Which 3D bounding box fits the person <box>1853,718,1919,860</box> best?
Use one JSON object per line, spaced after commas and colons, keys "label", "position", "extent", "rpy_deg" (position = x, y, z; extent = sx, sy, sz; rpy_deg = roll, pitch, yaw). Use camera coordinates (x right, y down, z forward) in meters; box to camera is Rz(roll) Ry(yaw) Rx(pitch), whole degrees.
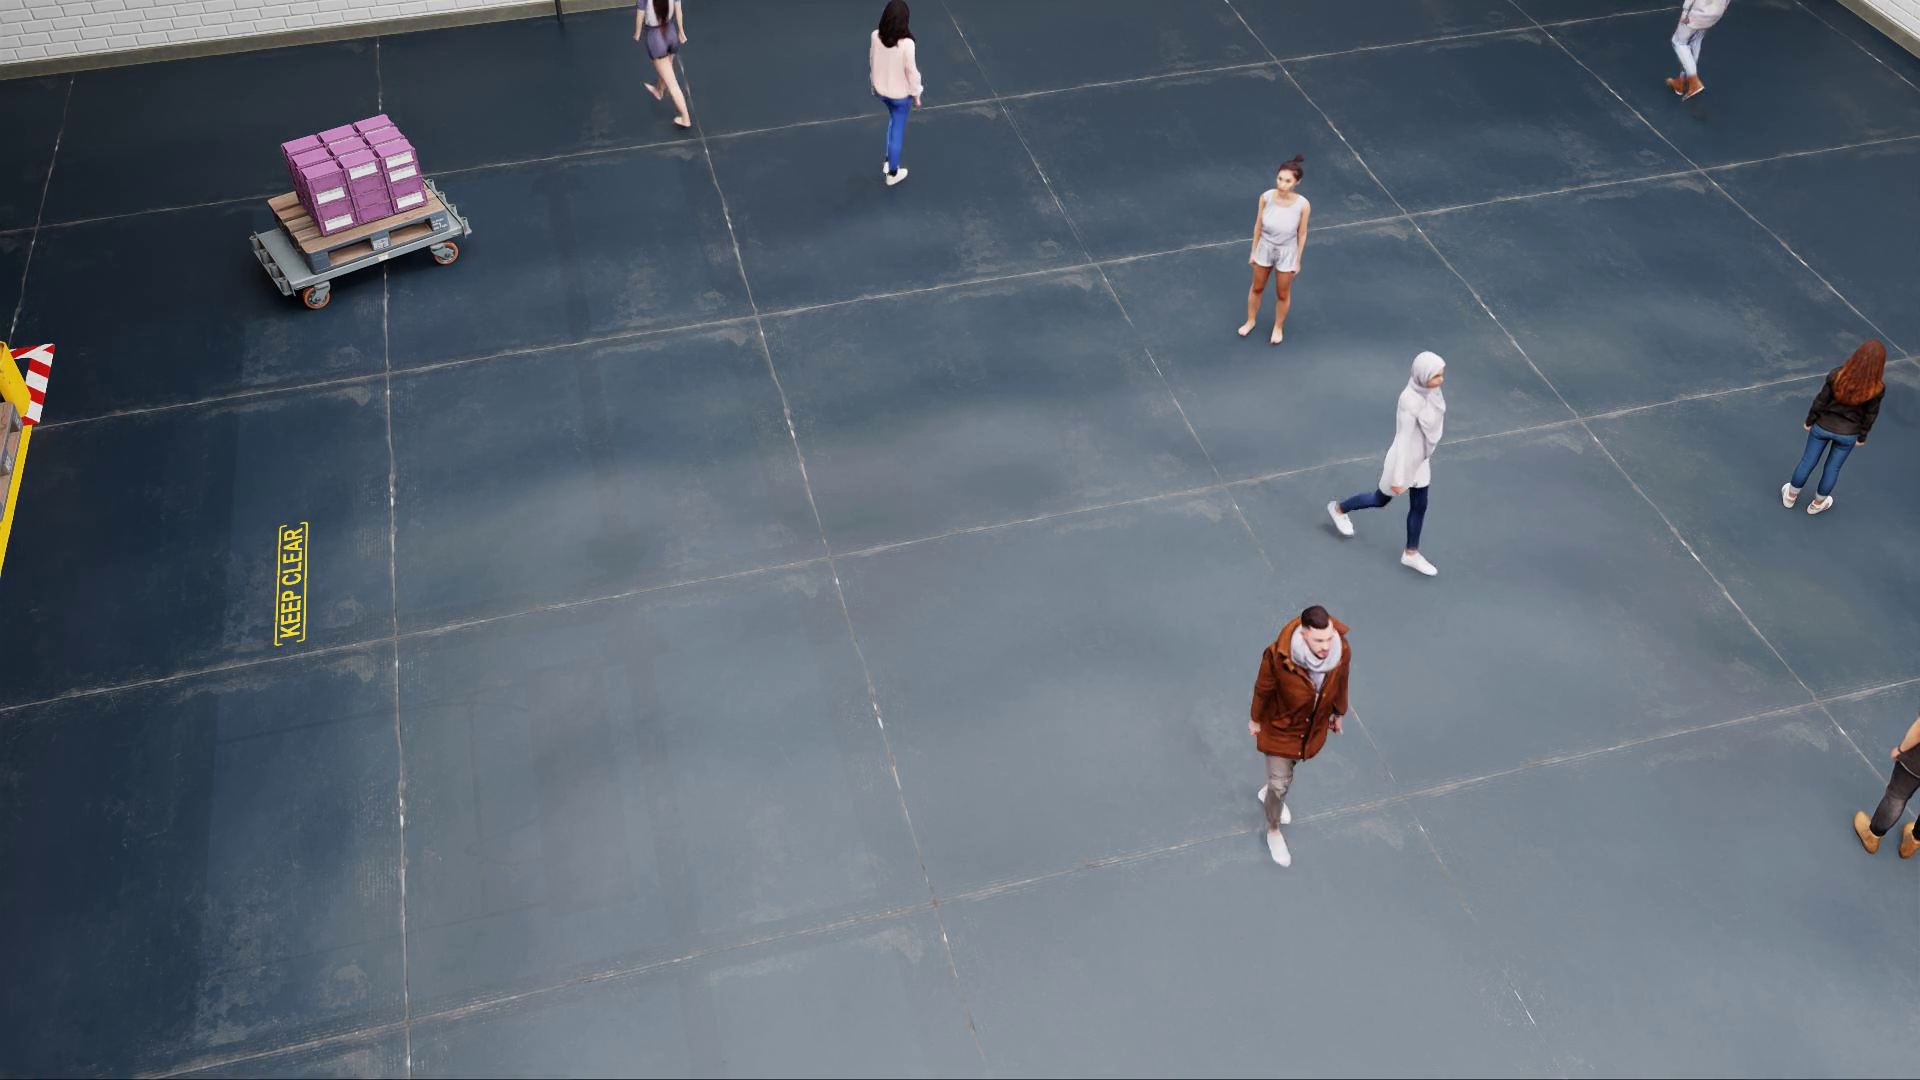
{"label": "person", "position": [5.584, 1.209, 9.442], "extent": [0.708, 1.717, 0.724], "rpy_deg": [12, 45, 12]}

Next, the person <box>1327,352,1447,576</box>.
{"label": "person", "position": [2.951, -0.561, 11.281], "extent": [1.203, 1.744, 1.026], "rpy_deg": [32, 52, 29]}

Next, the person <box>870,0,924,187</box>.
{"label": "person", "position": [-0.640, -3.938, 14.814], "extent": [0.742, 1.759, 0.833], "rpy_deg": [29, 51, 27]}

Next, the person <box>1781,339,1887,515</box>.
{"label": "person", "position": [6.184, -0.799, 11.720], "extent": [0.638, 1.483, 0.699], "rpy_deg": [22, 48, 21]}

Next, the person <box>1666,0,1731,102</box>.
{"label": "person", "position": [7.181, -5.061, 15.946], "extent": [0.672, 1.824, 0.842], "rpy_deg": [-10, 44, -10]}

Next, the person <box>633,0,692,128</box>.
{"label": "person", "position": [-2.748, -4.656, 15.682], "extent": [1.120, 1.601, 0.935], "rpy_deg": [33, 53, 30]}

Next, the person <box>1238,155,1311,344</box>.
{"label": "person", "position": [2.523, -2.294, 13.198], "extent": [0.648, 1.608, 0.690], "rpy_deg": [17, 46, 17]}

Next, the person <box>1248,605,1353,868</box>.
{"label": "person", "position": [1.886, 0.988, 9.597], "extent": [0.763, 1.822, 0.867], "rpy_deg": [-15, 46, -15]}
